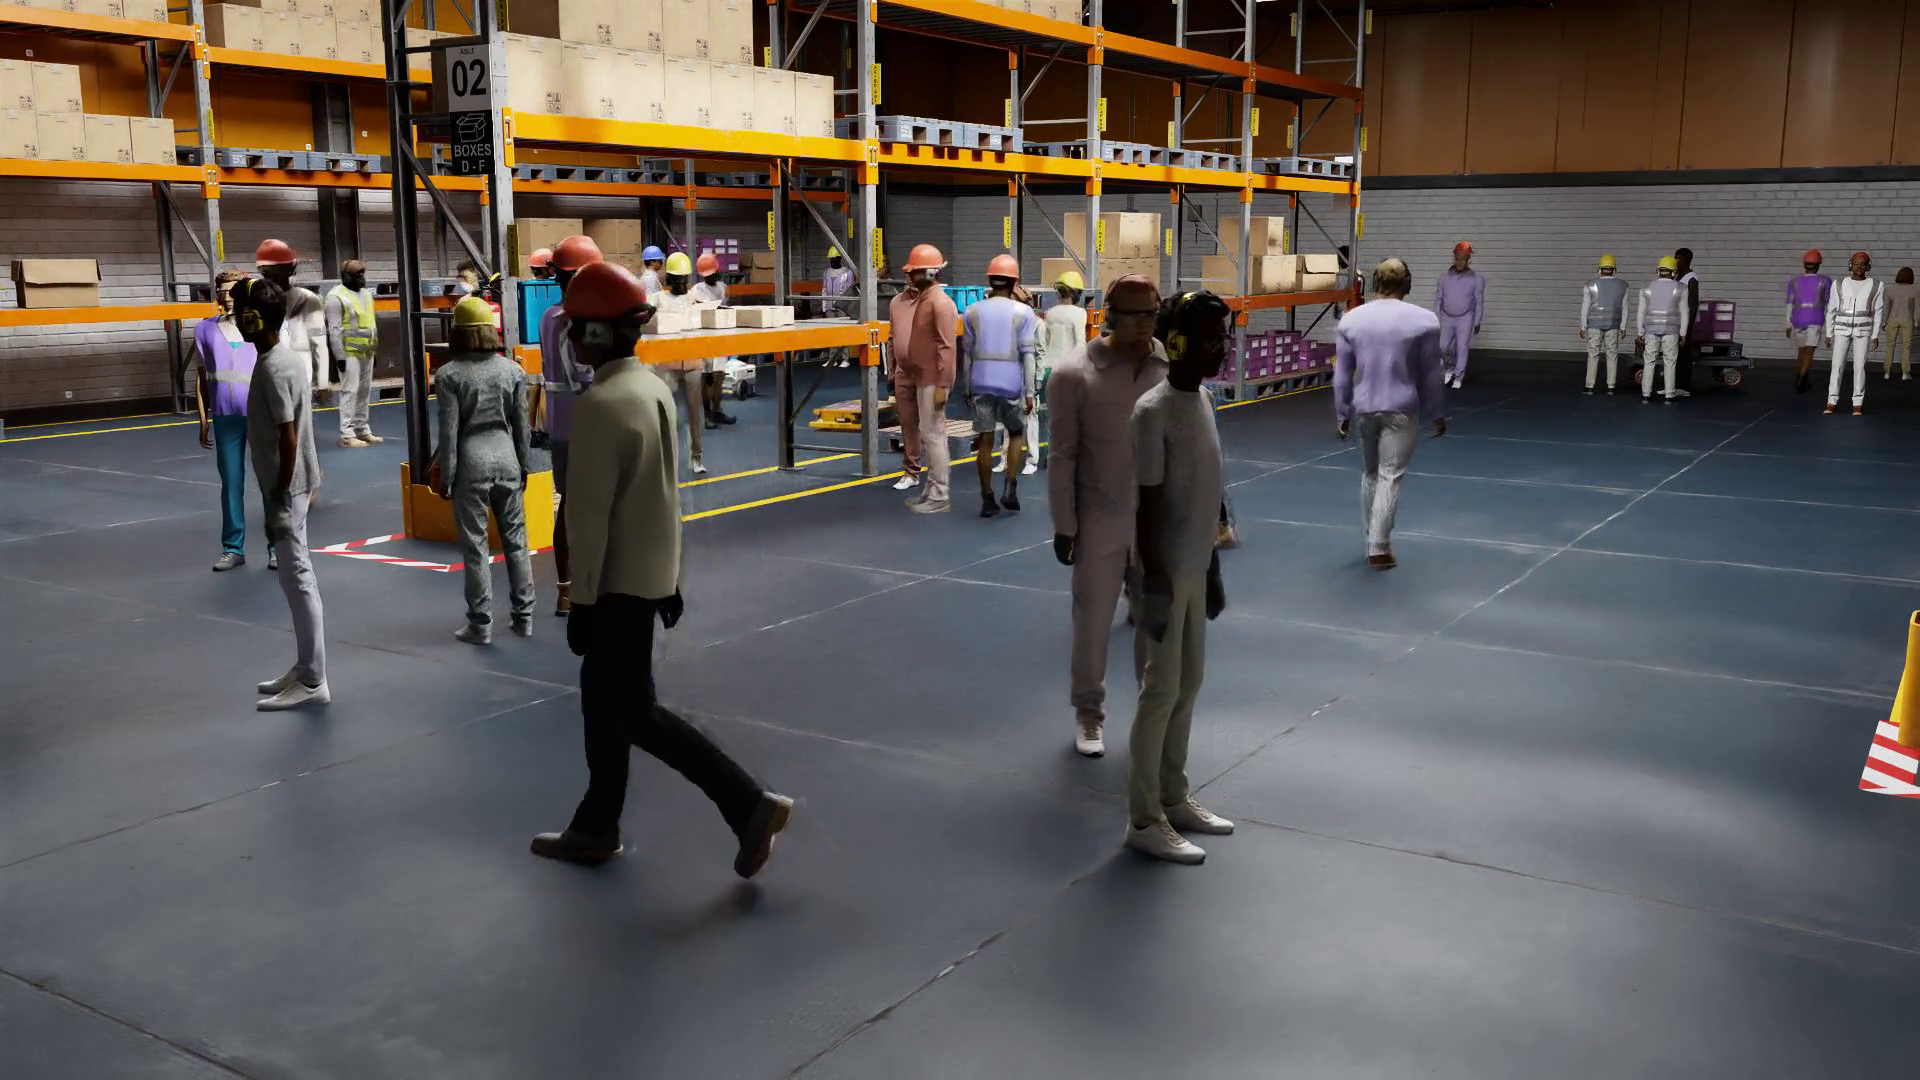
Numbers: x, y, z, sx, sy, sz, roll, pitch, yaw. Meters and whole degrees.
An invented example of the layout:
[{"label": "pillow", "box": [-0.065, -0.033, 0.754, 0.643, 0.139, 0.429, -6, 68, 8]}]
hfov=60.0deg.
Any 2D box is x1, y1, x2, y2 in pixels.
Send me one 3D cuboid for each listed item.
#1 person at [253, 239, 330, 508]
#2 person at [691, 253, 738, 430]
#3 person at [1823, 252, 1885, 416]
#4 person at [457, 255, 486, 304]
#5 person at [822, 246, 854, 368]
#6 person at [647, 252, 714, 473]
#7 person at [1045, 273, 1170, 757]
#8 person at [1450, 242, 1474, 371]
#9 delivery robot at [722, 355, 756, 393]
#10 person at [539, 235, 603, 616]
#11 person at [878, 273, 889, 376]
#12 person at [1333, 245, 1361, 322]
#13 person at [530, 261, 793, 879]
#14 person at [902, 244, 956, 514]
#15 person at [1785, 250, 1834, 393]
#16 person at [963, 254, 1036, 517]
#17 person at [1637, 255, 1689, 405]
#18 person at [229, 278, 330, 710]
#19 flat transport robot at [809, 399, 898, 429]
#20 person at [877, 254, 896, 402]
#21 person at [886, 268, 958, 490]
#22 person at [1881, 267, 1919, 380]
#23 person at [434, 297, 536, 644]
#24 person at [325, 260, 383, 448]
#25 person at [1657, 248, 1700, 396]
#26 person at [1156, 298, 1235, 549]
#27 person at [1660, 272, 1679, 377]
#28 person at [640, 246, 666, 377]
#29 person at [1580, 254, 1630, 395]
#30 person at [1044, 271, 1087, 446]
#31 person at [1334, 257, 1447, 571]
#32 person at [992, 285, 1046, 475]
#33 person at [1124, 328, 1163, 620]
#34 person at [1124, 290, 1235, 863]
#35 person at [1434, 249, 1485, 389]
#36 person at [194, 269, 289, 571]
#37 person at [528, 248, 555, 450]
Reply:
[{"label": "person", "box": [-5.017, -1.185, 12.250, 0.617, 2.022, 0.623, 3, 11, 18]}, {"label": "person", "box": [-2.623, -2.131, 17.879, 0.468, 1.885, 0.739, 7, 12, 32]}, {"label": "person", "box": [10.341, -2.382, 19.266, 0.577, 1.884, 0.353, 6, 12, 31]}, {"label": "person", "box": [-3.645, -1.240, 12.879, 0.634, 1.910, 0.476, 7, 12, 33]}, {"label": "person", "box": [-1.952, -3.699, 26.441, 0.594, 1.925, 0.369, 6, 12, 30]}, {"label": "person", "box": [-2.411, -1.519, 14.396, 0.589, 1.918, 0.402, -3, 11, -18]}, {"label": "person", "box": [0.656, -0.089, 6.537, 0.647, 1.897, 0.399, -3, 11, -15]}, {"label": "person", "box": [7.710, -3.593, 25.668, 0.382, 1.995, 0.612, 6, 12, 31]}, {"label": "delivery robot", "box": [-2.880, -2.116, 21.212, 0.477, 0.478, 0.707, 3, 11, 16]}, {"label": "person", "box": [-1.996, -0.575, 8.811, 0.374, 2.044, 0.605, -7, 12, -34]}, {"label": "person", "box": [-1.171, -3.279, 24.906, 0.512, 1.642, 0.312, 7, 13, 36]}, {"label": "person", "box": [6.133, -3.712, 26.490, 0.459, 1.941, 0.622, -4, 11, -20]}, {"label": "person", "box": [-0.968, 0.119, 5.216, 0.873, 1.971, 0.617, 1, 10, 8]}, {"label": "person", "box": [-0.228, -1.194, 12.375, 0.399, 1.991, 0.627, -3, 11, -14]}, {"label": "person", "box": [11.329, -2.916, 22.228, 0.564, 1.900, 0.993, 9, 14, 40]}, {"label": "person", "box": [0.281, -1.125, 12.197, 0.563, 1.916, 0.455, 2, 10, 11]}, {"label": "person", "box": [8.689, -2.591, 20.561, 0.596, 1.831, 0.403, 7, 12, 34]}, {"label": "person", "box": [-2.947, -0.193, 7.200, 0.335, 1.864, 0.521, -3, 11, -17]}, {"label": "flat transport robot", "box": [-1.088, -1.378, 18.171, 0.652, 0.197, 1.431, 3, 11, 16]}, {"label": "person", "box": [-0.957, -2.601, 20.588, 0.525, 1.842, 0.336, 1, 10, 3]}, {"label": "person", "box": [-0.332, -1.323, 13.377, 0.642, 1.902, 0.400, 7, 12, 34]}, {"label": "person", "box": [13.663, -3.140, 24.153, 0.499, 1.634, 0.285, 9, 14, 41]}, {"label": "person", "box": [-2.410, -0.350, 8.402, 0.492, 1.740, 0.325, -9, 14, -41]}, {"label": "person", "box": [-5.946, -1.826, 16.351, 0.431, 1.834, 0.634, 3, 11, 16]}, {"label": "person", "box": [9.392, -2.825, 21.623, 0.375, 1.917, 0.598, 0, 10, 3]}, {"label": "person", "box": [1.415, -0.743, 10.831, 0.863, 1.651, 0.539, -2, 10, -12]}, {"label": "person", "box": [10.573, -3.208, 24.535, 0.266, 1.631, 0.507, -3, 11, -18]}, {"label": "person", "box": [-3.825, -2.684, 20.754, 0.380, 1.951, 0.605, -2, 11, -13]}, {"label": "person", "box": [8.436, -2.815, 21.803, 0.600, 1.831, 0.404, 2, 10, 9]}, {"label": "person", "box": [0.943, -1.503, 14.750, 0.423, 1.743, 0.564, -8, 13, -39]}, {"label": "person", "box": [2.699, -0.789, 10.375, 0.647, 1.909, 0.841, 7, 12, 35]}, {"label": "person", "box": [0.512, -1.382, 14.404, 0.513, 1.640, 0.309, 7, 13, 35]}, {"label": "person", "box": [1.039, -0.427, 9.058, 0.545, 1.641, 0.886, 3, 11, 15]}, {"label": "person", "box": [0.730, 0.118, 5.477, 0.324, 1.862, 0.500, 6, 12, 30]}, {"label": "person", "box": [6.796, -3.013, 22.717, 0.667, 1.895, 0.426, 5, 12, 28]}, {"label": "person", "box": [-4.391, -0.734, 10.237, 0.564, 1.846, 0.389, -1, 10, -7]}, {"label": "person", "box": [-4.023, -1.841, 16.114, 0.375, 1.939, 0.546, -8, 13, -37]}]
